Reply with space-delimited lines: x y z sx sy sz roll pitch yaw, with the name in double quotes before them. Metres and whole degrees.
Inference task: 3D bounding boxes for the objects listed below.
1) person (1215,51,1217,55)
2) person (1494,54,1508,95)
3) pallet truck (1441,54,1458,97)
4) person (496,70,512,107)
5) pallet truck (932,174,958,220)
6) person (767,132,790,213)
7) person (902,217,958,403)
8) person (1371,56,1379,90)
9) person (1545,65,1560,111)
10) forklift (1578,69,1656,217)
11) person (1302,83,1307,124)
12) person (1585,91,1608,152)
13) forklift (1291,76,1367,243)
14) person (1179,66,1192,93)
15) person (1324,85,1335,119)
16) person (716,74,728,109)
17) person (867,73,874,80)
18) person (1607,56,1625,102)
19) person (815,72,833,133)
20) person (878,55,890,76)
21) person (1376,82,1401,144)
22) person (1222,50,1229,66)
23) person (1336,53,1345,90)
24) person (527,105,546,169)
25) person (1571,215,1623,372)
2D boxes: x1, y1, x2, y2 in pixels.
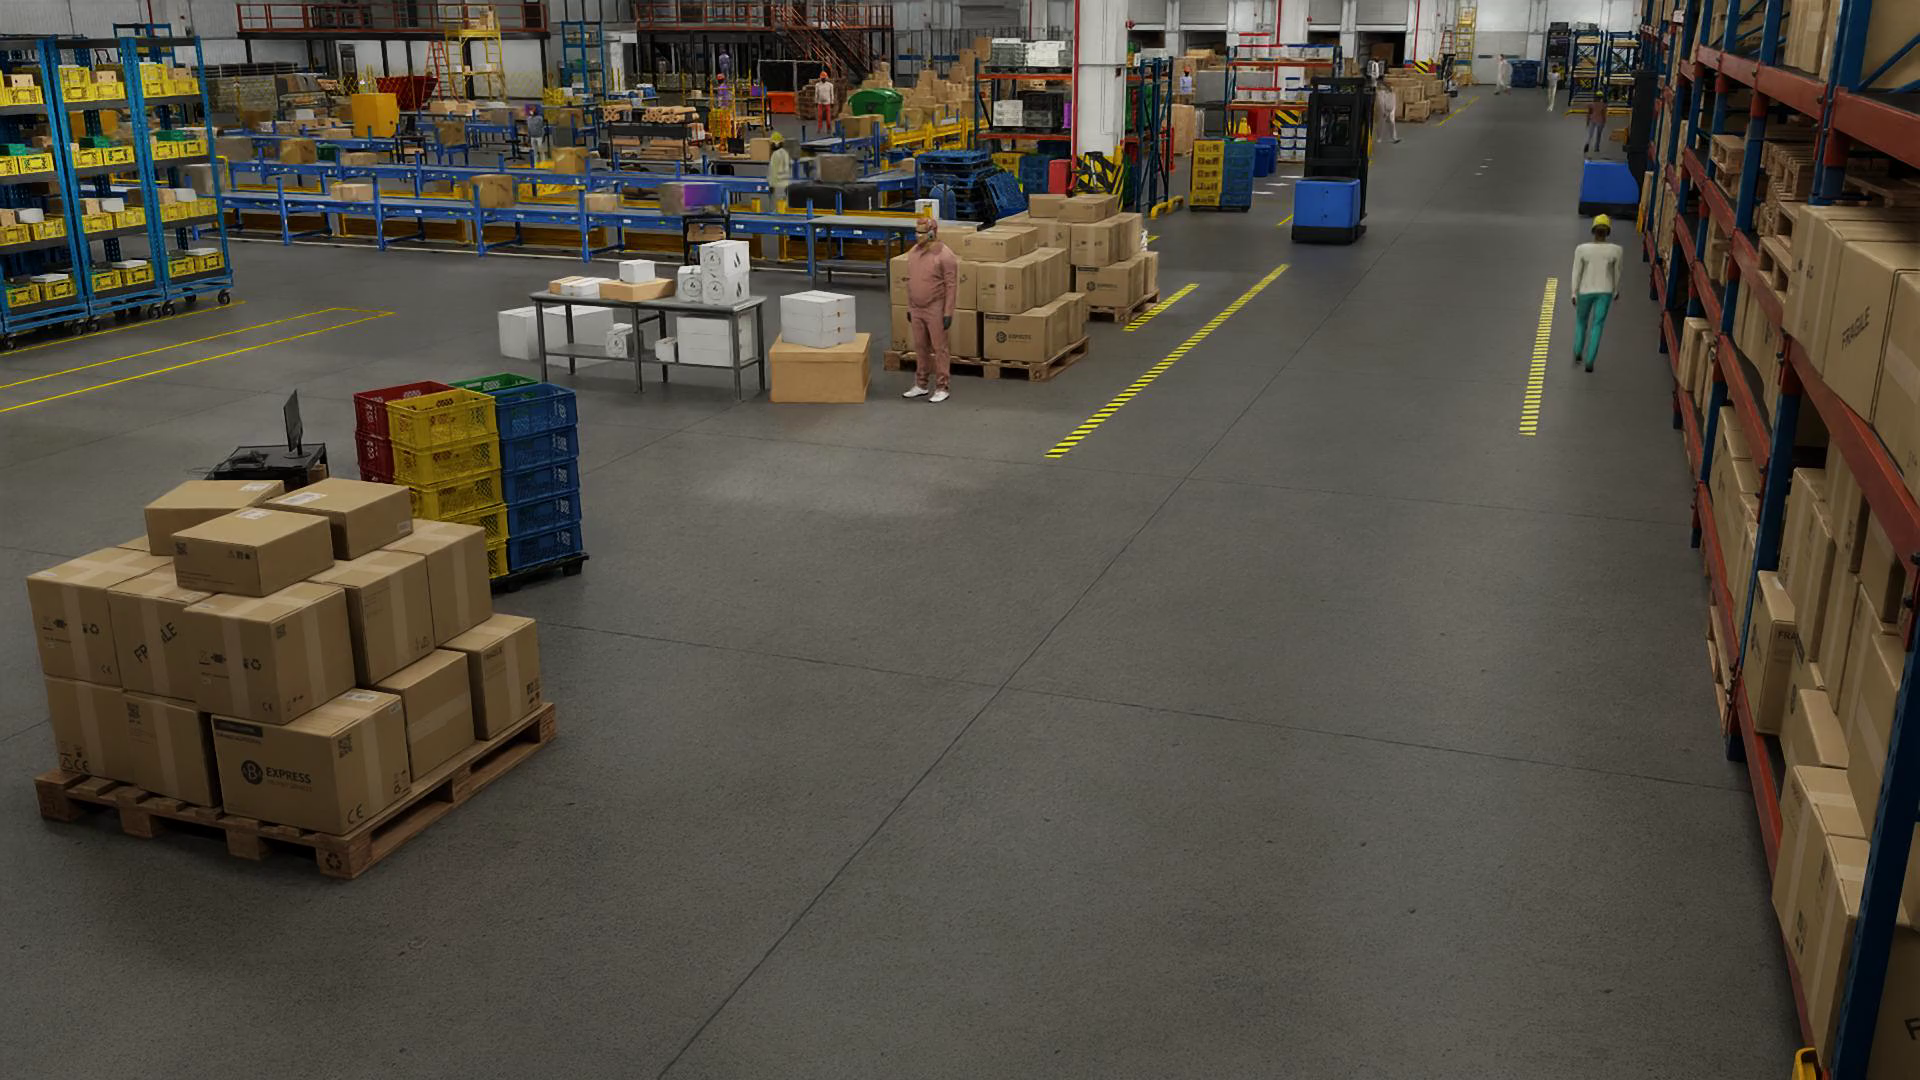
"person" 13.828 -25.736 90.724 0.932 1.825 0.557 15 23 39
"person" 26.238 -22.554 80.567 0.539 1.929 0.645 -3 18 -9
"pallet truck" 22.765 -21.886 78.355 0.823 1.965 1.885 -4 18 -14
"person" -17.905 -17.528 65.150 0.884 1.700 0.496 5 18 16
"pallet truck" -0.507 -5.292 27.348 0.653 1.274 1.630 6 19 19
"person" -3.244 -6.554 30.515 0.855 1.802 0.615 2 18 7
"person" -0.329 -2.382 17.227 0.642 1.905 0.399 16 24 41
"person" 19.485 -21.735 78.067 0.355 1.883 0.574 -2 18 -7
"person" 24.088 -18.391 67.631 0.522 1.845 0.808 7 19 22
"forklift" 13.219 -7.740 32.475 1.873 2.768 1.129 6 19 18
"person" 11.482 -14.794 56.200 0.386 1.918 0.595 -6 18 -17
"person" 18.301 -12.041 47.862 0.534 1.731 0.803 11 21 30
"forklift" 6.598 -6.755 29.381 1.129 2.768 1.873 6 19 19
"person" 8.437 -16.692 62.133 0.545 1.939 0.354 -10 20 -29
"person" 12.789 -15.132 57.639 0.559 1.676 0.484 5 18 16
"person" -7.844 -14.366 54.843 0.374 1.928 0.542 5 18 17
"person" -3.233 -15.658 59.122 0.841 1.804 0.586 -1 18 -2
"person" 29.281 -20.527 74.015 0.714 2.000 0.571 -13 22 -36
"person" -4.510 -14.523 55.241 0.608 1.986 0.391 1 18 4
"person" -3.631 -22.161 79.389 0.571 1.884 0.975 -1 18 -2
"person" 13.141 -13.091 50.974 0.651 1.838 1.051 -7 19 -21
"person" 14.678 -26.250 92.367 0.536 1.817 0.699 2 18 7
"person" 19.614 -24.176 85.752 0.416 1.871 0.611 -14 22 -37
"person" -10.814 -10.258 42.427 0.494 1.624 0.283 6 19 18
"person" 7.208 -2.817 18.884 0.526 1.724 0.894 7 19 20
